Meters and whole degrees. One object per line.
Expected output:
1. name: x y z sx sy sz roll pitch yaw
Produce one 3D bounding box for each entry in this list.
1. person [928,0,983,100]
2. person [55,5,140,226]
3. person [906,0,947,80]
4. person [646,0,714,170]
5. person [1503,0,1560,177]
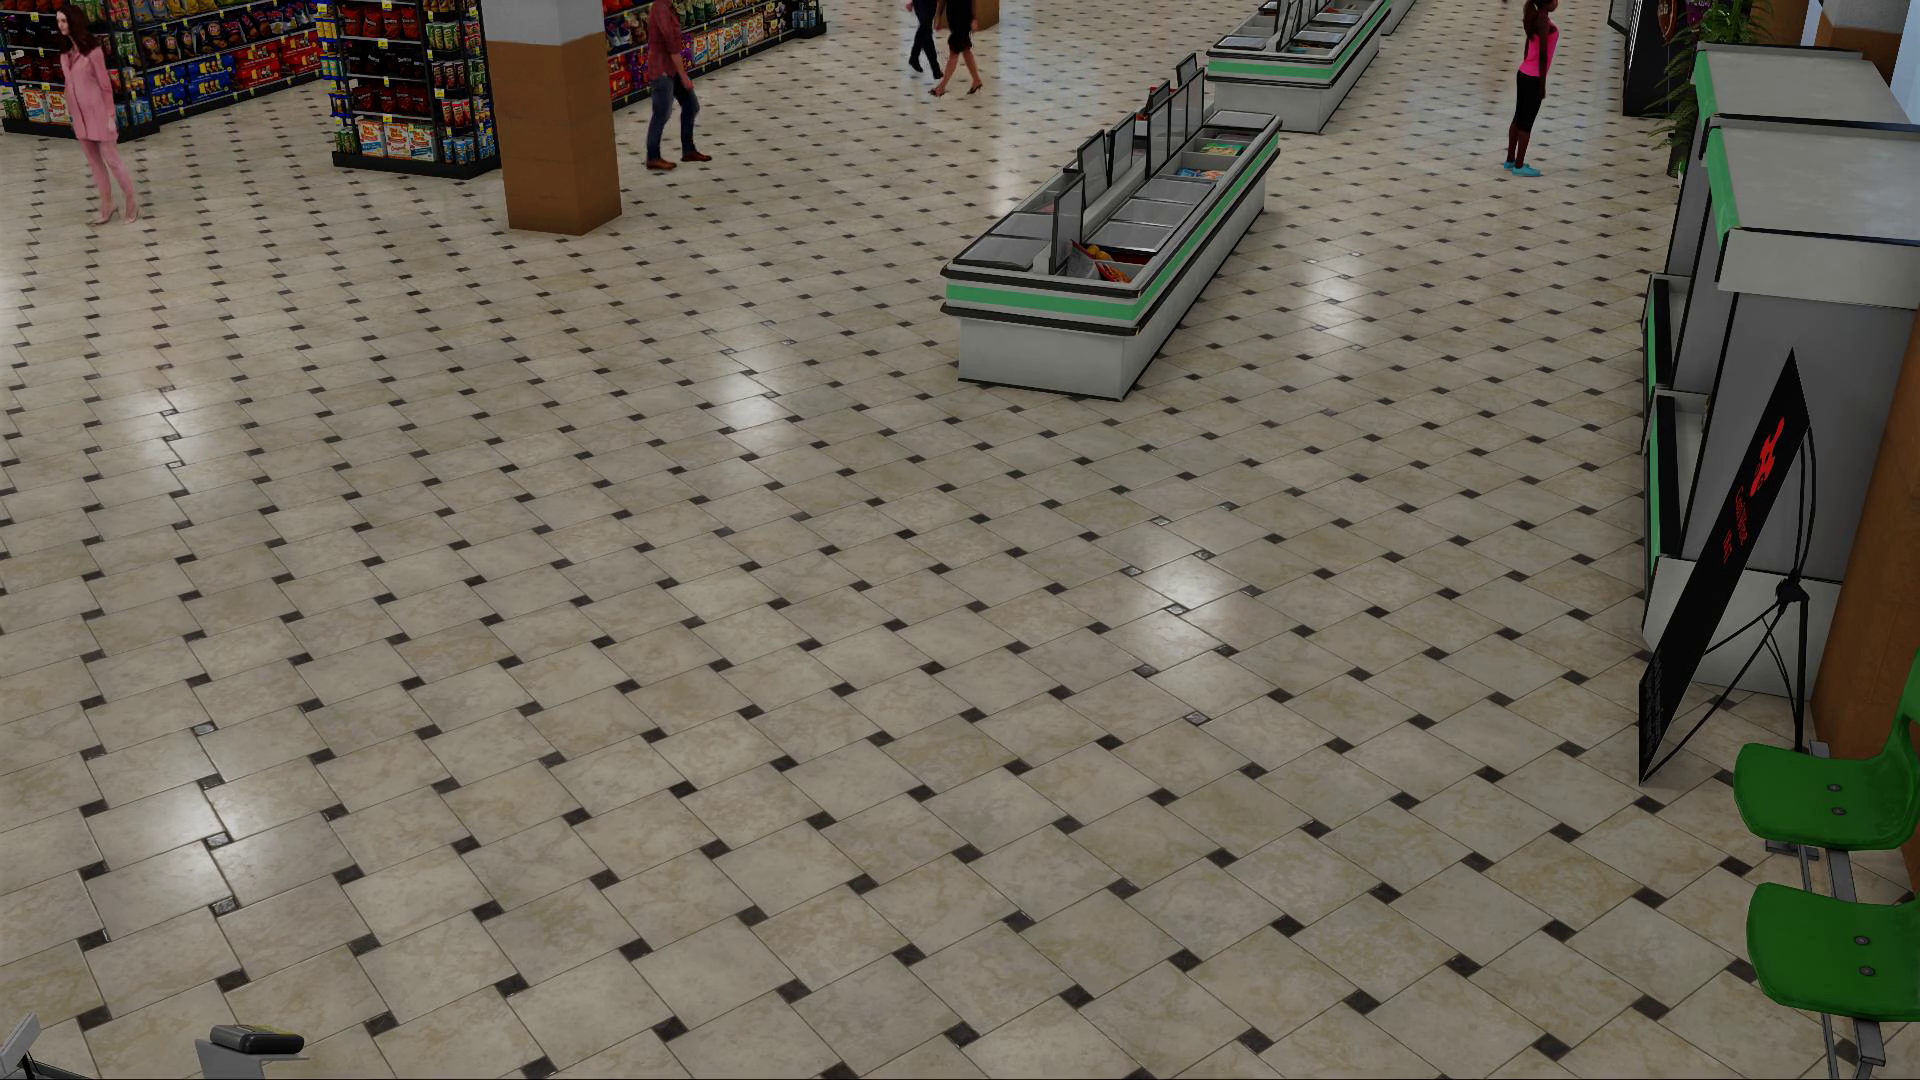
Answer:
1. person: 0.064 -5.713 18.300 1.152 1.693 0.942 -22 34 -37
2. person: -7.224 -3.548 13.909 0.604 1.803 0.531 9 28 17
3. person: -0.435 -6.337 19.390 1.181 1.819 1.242 -11 29 -21
4. person: -2.832 -4.353 15.495 0.932 1.804 0.916 0 27 0
5. person: 5.294 -4.267 15.412 0.695 1.725 0.596 -1 27 -1
